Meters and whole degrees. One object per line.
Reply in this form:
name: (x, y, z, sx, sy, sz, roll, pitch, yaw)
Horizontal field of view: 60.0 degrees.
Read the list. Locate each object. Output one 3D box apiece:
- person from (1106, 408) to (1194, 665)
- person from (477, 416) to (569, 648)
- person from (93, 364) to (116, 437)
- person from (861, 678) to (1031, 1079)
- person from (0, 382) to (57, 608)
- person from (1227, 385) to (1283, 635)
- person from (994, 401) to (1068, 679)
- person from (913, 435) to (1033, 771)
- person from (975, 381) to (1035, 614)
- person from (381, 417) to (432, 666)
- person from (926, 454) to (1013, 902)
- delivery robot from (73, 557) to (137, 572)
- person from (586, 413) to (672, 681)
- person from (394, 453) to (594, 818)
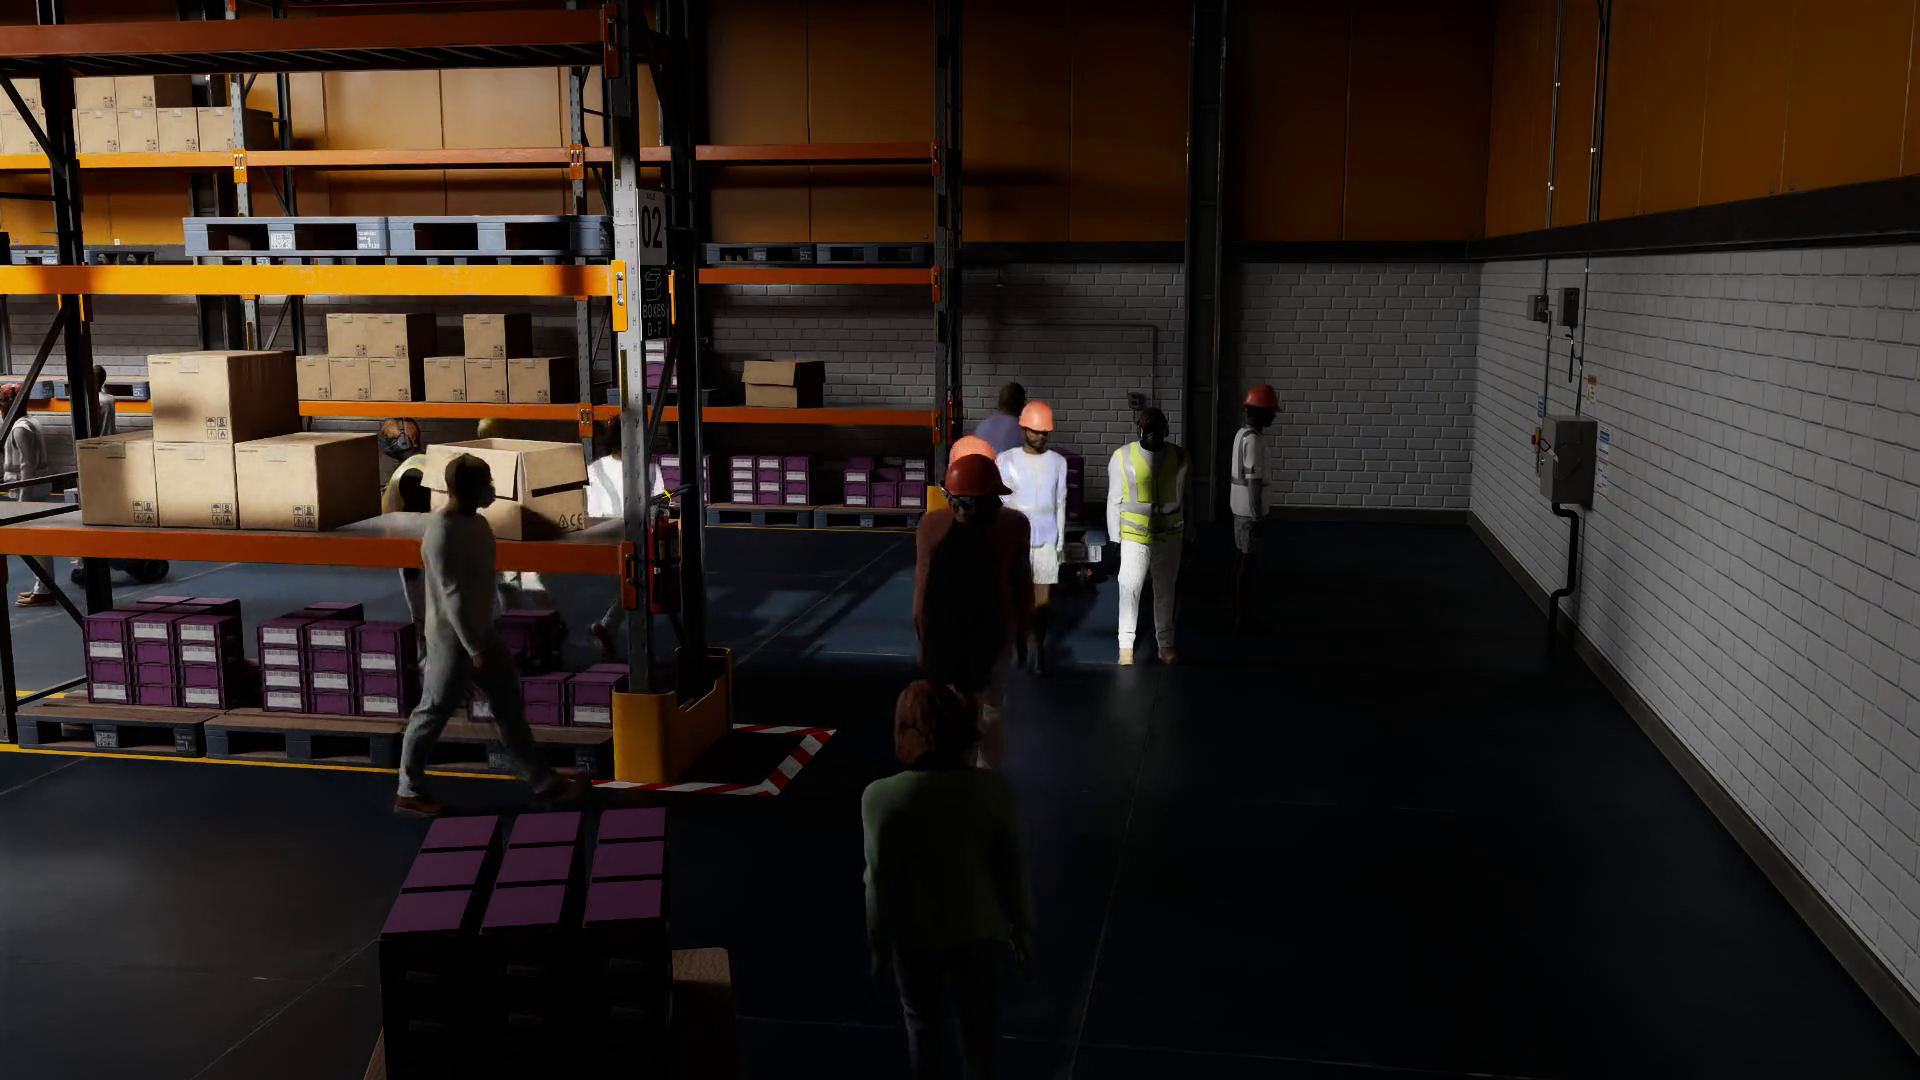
person: (1.361, -0.023, 11.844, 0.636, 1.842, 0.429, -1, 9, -6)
person: (-3.147, 0.004, 11.876, 0.655, 1.786, 0.626, 8, 12, 41)
person: (-8.759, -0.859, 16.933, 0.328, 1.876, 0.513, -1, 9, -6)
person: (-0.028, 1.208, 4.984, 0.519, 1.596, 0.840, -1, 9, -8)
person: (-7.802, -0.379, 13.925, 0.352, 1.881, 0.576, -4, 10, -22)
person: (2.288, -0.236, 12.891, 0.377, 1.928, 0.551, 0, 9, 1)
person: (0.469, -0.014, 11.537, 0.566, 1.924, 0.555, -3, 10, -17)
person: (0.076, 0.466, 8.417, 0.617, 1.979, 0.568, -2, 9, -10)
person: (0.386, -0.314, 13.395, 0.653, 1.924, 0.657, 8, 12, 41)
person: (-3.687, 0.088, 11.186, 0.429, 1.837, 0.621, -4, 10, -21)
person: (0.041, 0.605, 7.470, 0.389, 1.996, 0.612, 1, 9, 5)
delivery robot: (-7.594, 0.070, 14.954, 0.707, 0.478, 0.477, -8, 12, -41)
person: (-2.358, 0.017, 11.583, 0.913, 1.851, 0.595, 9, 13, 44)
person: (-2.448, 0.504, 8.447, 1.029, 1.884, 0.640, 1, 9, 8)
